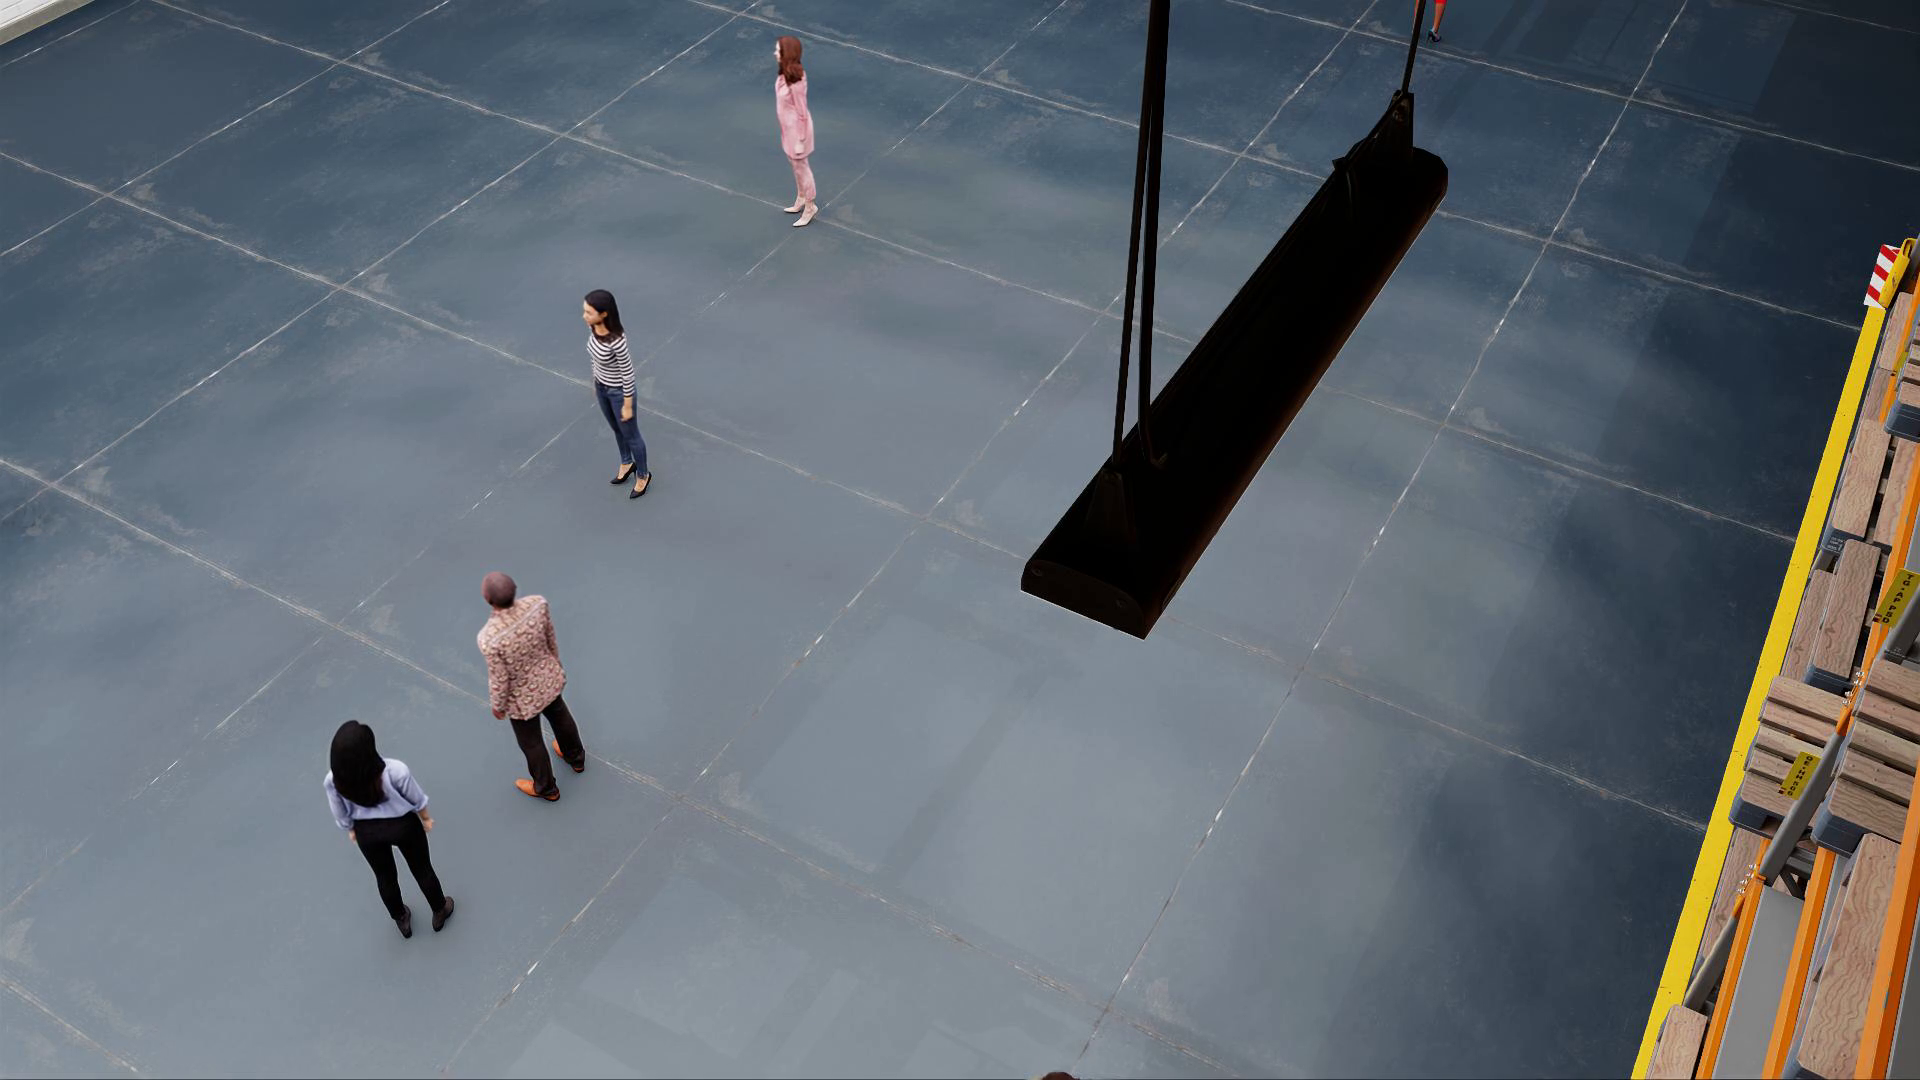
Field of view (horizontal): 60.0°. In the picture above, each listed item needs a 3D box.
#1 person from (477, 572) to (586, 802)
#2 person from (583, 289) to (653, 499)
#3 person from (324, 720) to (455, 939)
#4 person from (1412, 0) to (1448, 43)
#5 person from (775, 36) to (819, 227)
[{"bbox_3d":[-2.591,0.873,9.998,0.755,1.808,0.524,24,49,23],"label":"person"},{"bbox_3d":[-2.484,-1.060,12.035,0.583,1.797,0.635,-32,52,-29],"label":"person"},{"bbox_3d":[-3.190,1.617,9.264,0.733,1.743,0.776,-8,44,-8],"label":"person"},{"bbox_3d":[4.990,-6.032,17.292,0.578,1.744,0.511,25,49,24],"label":"person"},{"bbox_3d":[-1.439,-3.626,14.724,0.736,1.802,0.686,-12,45,-13],"label":"person"}]
